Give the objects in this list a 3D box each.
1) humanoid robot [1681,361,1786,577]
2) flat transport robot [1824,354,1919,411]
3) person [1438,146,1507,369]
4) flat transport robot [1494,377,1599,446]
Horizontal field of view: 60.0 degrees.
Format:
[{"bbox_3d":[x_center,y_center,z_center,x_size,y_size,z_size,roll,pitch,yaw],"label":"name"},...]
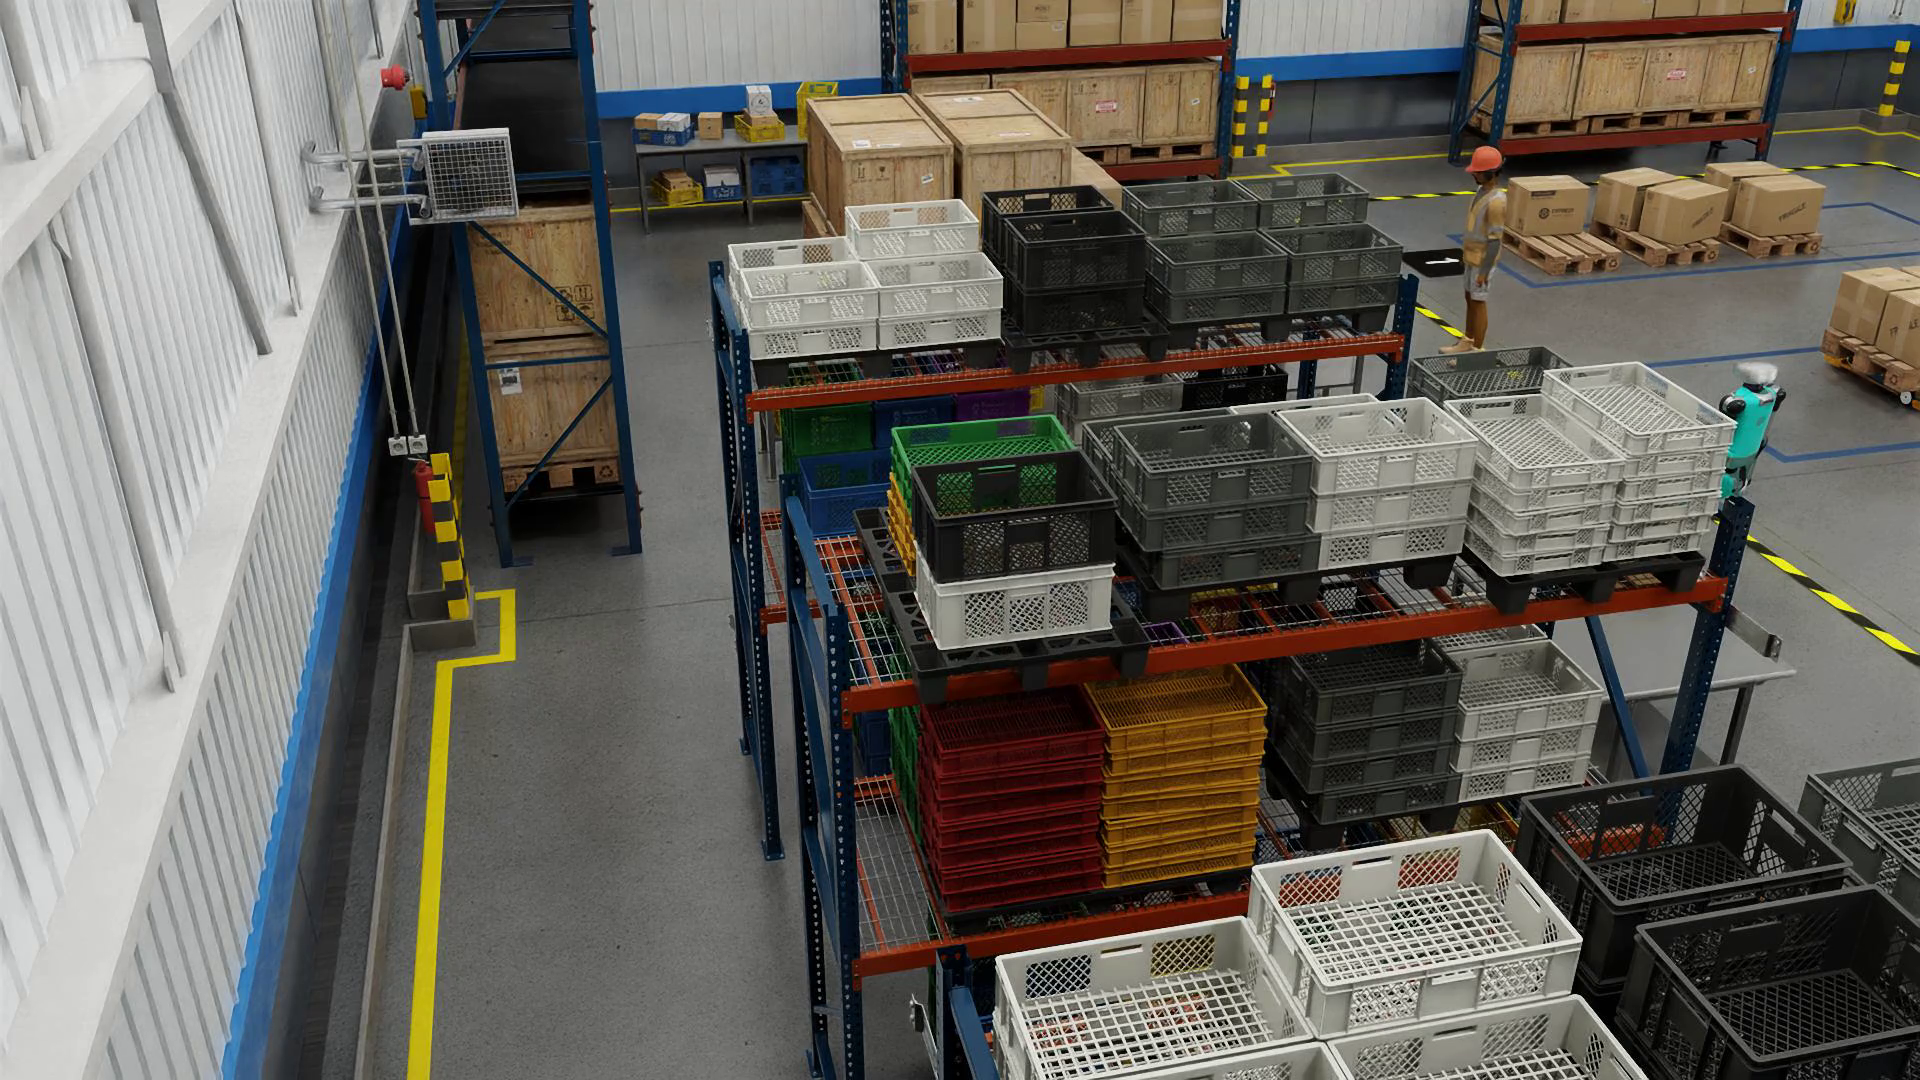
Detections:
[{"bbox_3d":[5.015,-0.483,11.244,0.533,1.677,0.735,-15,31,-26],"label":"humanoid robot"},{"bbox_3d":[8.473,-1.467,14.800,0.652,0.197,1.431,-6,28,-12],"label":"flat transport robot"},{"bbox_3d":[4.640,-2.528,14.955,0.397,2.032,0.604,2,28,3],"label":"person"},{"bbox_3d":[4.780,-1.036,14.013,0.659,0.231,1.431,-6,28,-12],"label":"flat transport robot"}]
